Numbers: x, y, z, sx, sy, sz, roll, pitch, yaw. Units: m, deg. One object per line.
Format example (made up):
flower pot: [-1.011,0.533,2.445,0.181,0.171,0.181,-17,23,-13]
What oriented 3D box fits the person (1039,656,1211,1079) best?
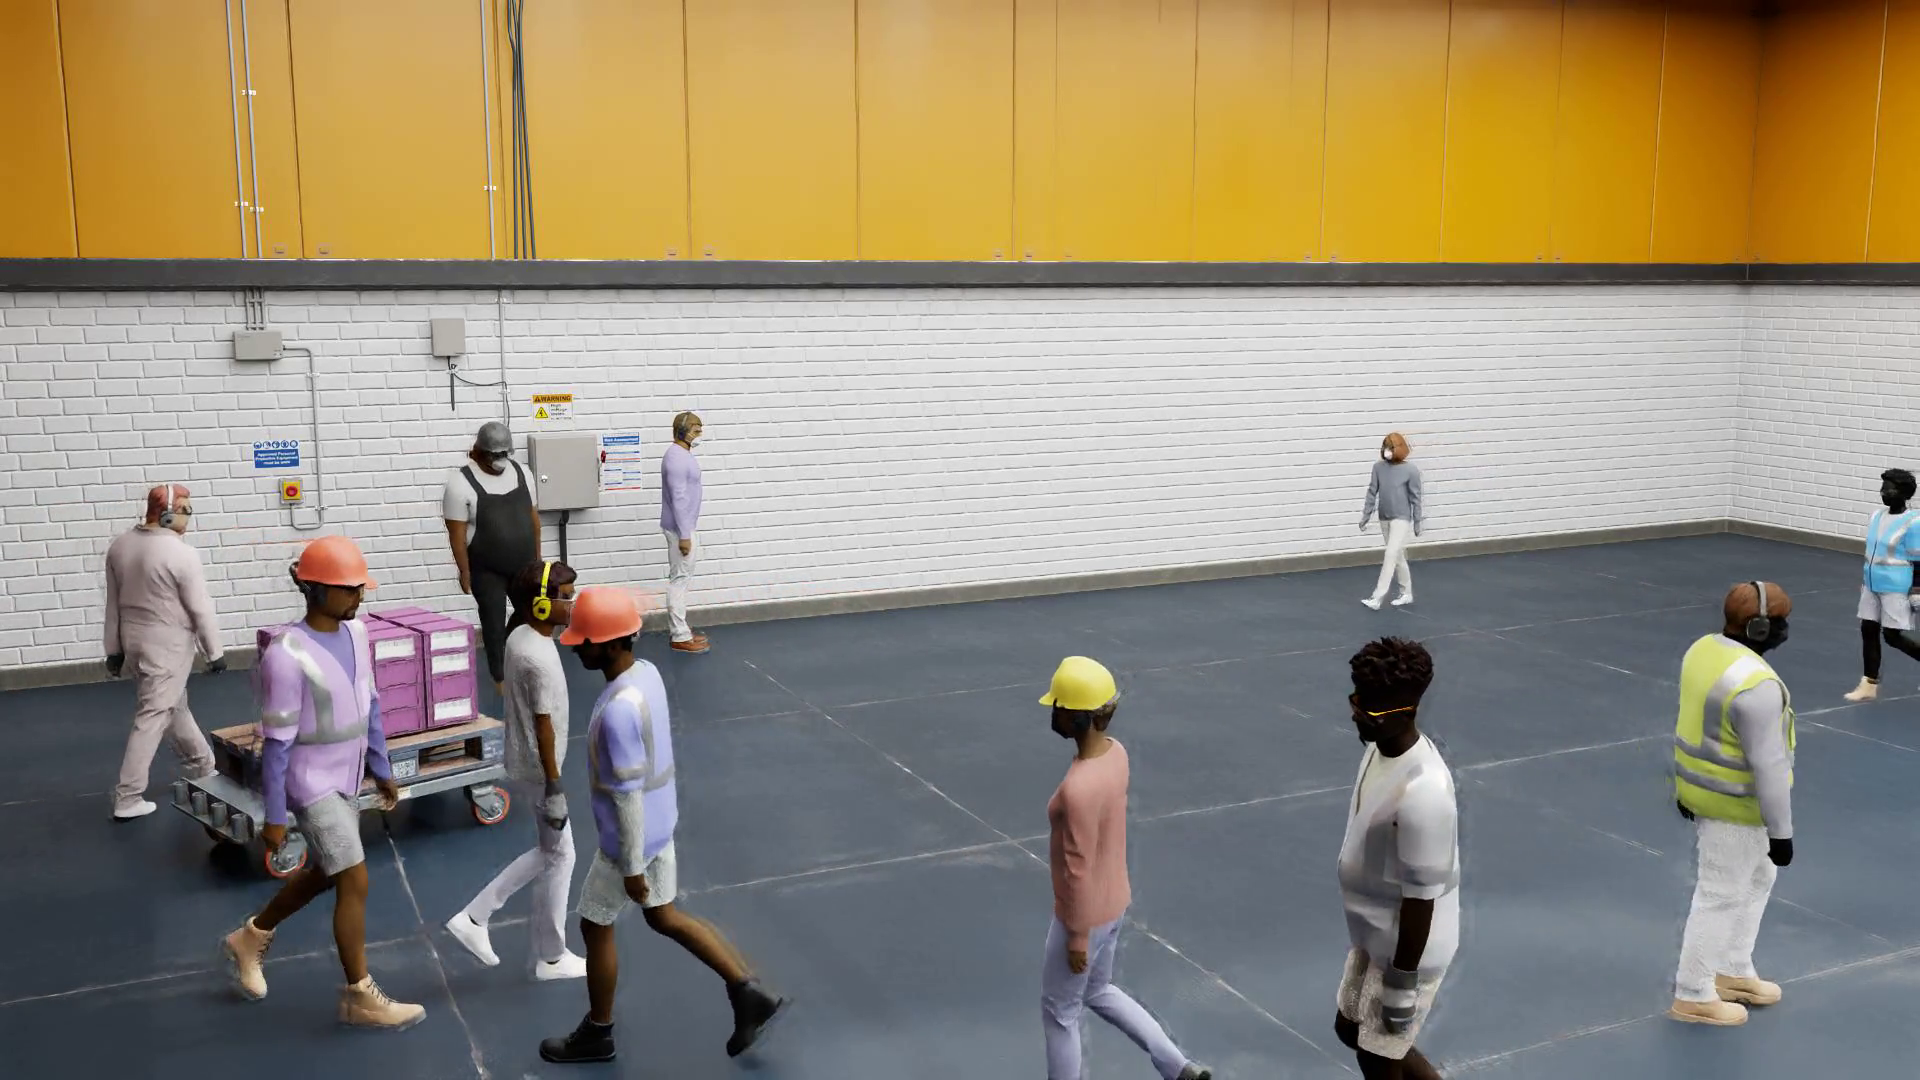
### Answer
person: [0.490,1.253,5.680,0.641,1.751,0.535,4,10,23]

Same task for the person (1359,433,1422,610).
person: [3.849,-0.163,14.956,0.852,1.590,0.500,-6,11,-34]

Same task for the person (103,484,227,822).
person: [-4.445,0.604,9.400,0.667,1.854,0.978,5,10,27]

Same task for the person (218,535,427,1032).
person: [-2.641,0.962,6.737,0.929,2.004,0.613,2,9,11]

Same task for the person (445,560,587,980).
person: [-1.844,0.997,7.027,0.552,1.846,0.513,-4,10,-23]

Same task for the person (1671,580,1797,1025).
person: [3.187,1.060,6.662,0.630,1.821,0.657,1,9,5]

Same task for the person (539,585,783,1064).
person: [-1.153,1.088,6.265,0.880,1.904,0.562,1,9,4]

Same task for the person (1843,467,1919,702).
person: [6.584,0.327,11.664,0.583,1.681,0.540,-1,9,-8]

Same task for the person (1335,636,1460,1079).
person: [1.418,1.236,5.195,0.531,1.943,0.650,1,9,5]

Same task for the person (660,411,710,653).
person: [-2.213,-0.067,13.323,0.371,1.934,0.627,-1,9,-8]

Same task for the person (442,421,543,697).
person: [-3.279,0.119,11.829,0.738,2.000,0.565,-8,12,-42]
